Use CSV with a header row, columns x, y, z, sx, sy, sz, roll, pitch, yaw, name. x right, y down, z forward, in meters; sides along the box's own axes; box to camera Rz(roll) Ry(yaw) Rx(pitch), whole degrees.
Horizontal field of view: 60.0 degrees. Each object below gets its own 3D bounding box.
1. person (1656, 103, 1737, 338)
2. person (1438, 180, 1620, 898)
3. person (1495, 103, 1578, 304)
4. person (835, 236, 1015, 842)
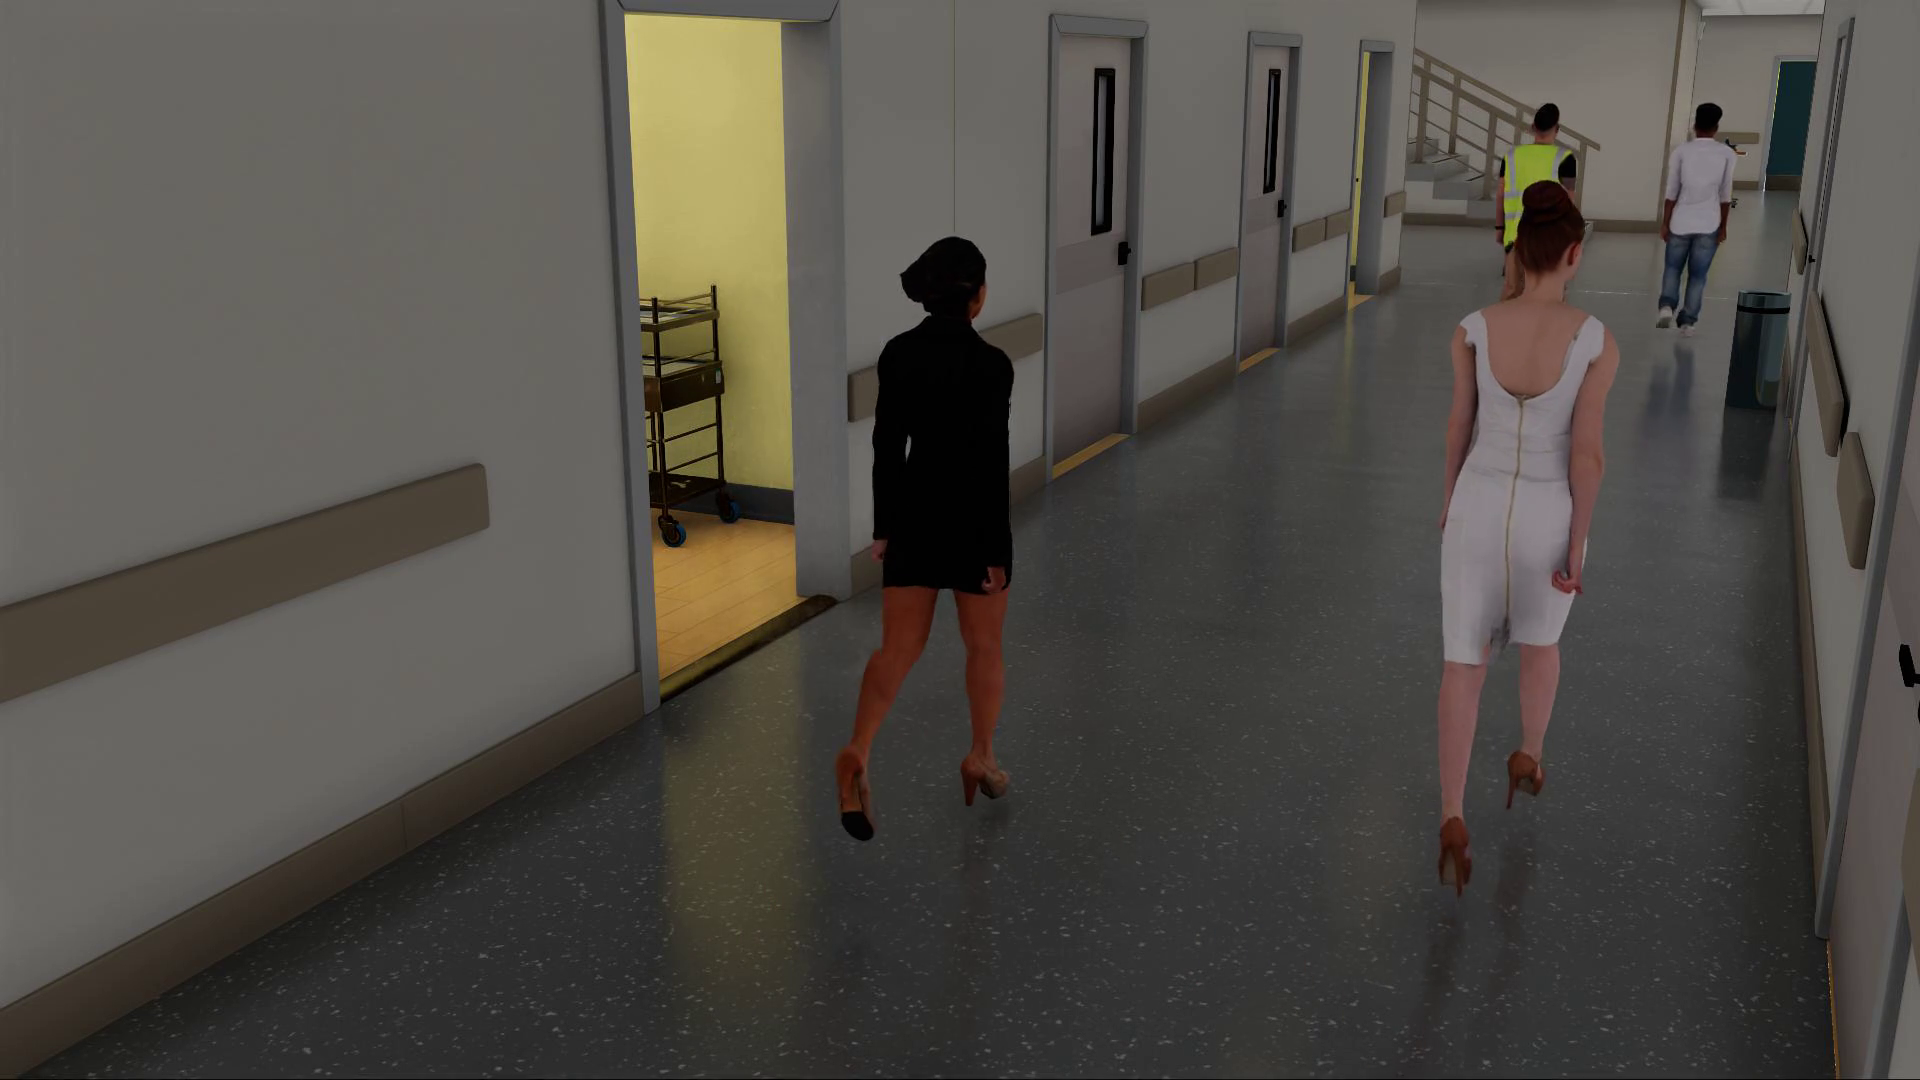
x,y,z,sx,sy,sz,roll,pitch,yaw,name
5.751,-2.485,13.019,0.613,1.802,0.707,8,18,26,person
1.340,0.041,4.162,1.014,1.747,0.705,9,18,29,person
3.944,-2.062,11.488,0.982,1.818,0.902,11,19,35,person
-0.074,0.051,4.380,0.955,1.609,0.655,8,18,26,person
